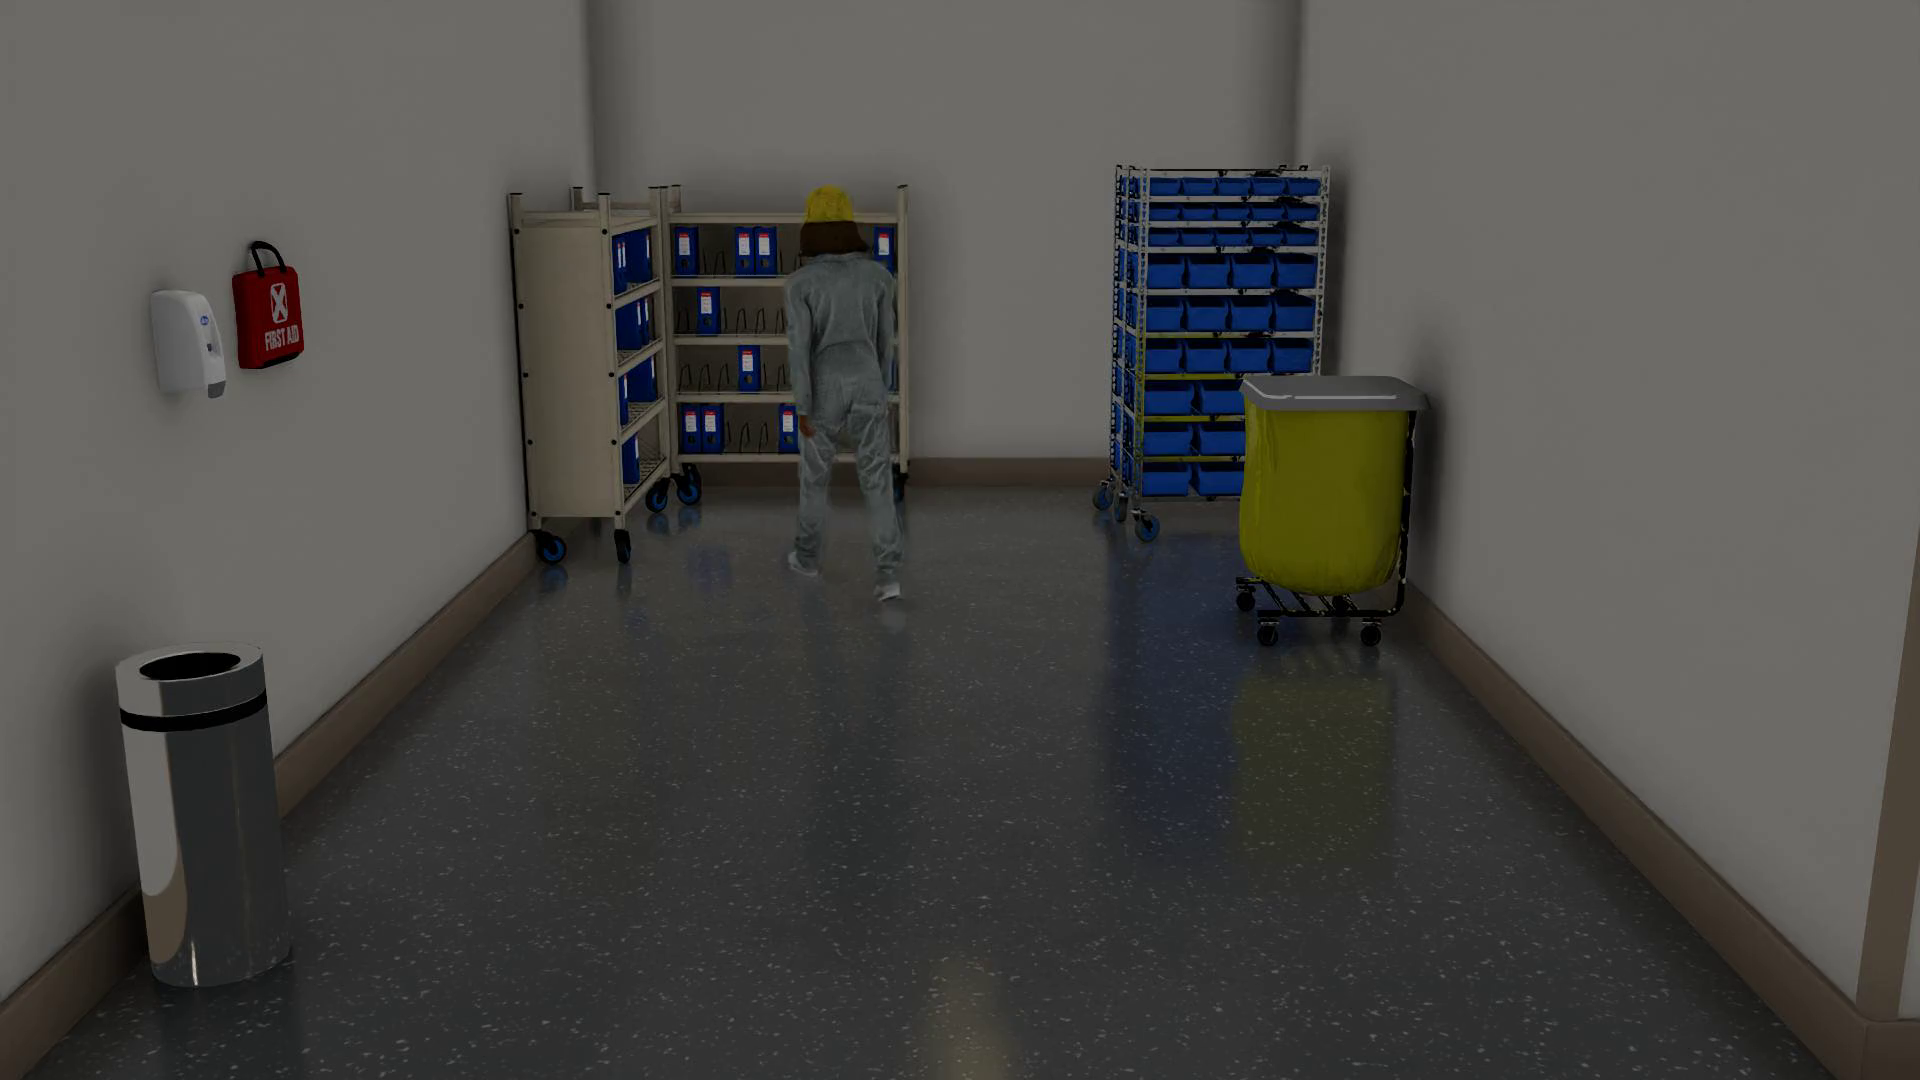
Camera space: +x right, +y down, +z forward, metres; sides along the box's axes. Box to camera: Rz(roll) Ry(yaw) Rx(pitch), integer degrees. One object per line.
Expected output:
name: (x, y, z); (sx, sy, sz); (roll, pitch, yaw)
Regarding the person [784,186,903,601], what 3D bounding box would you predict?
person: (-0.480, -0.609, 6.920); (0.497, 1.698, 0.910); (-5, 14, -20)
